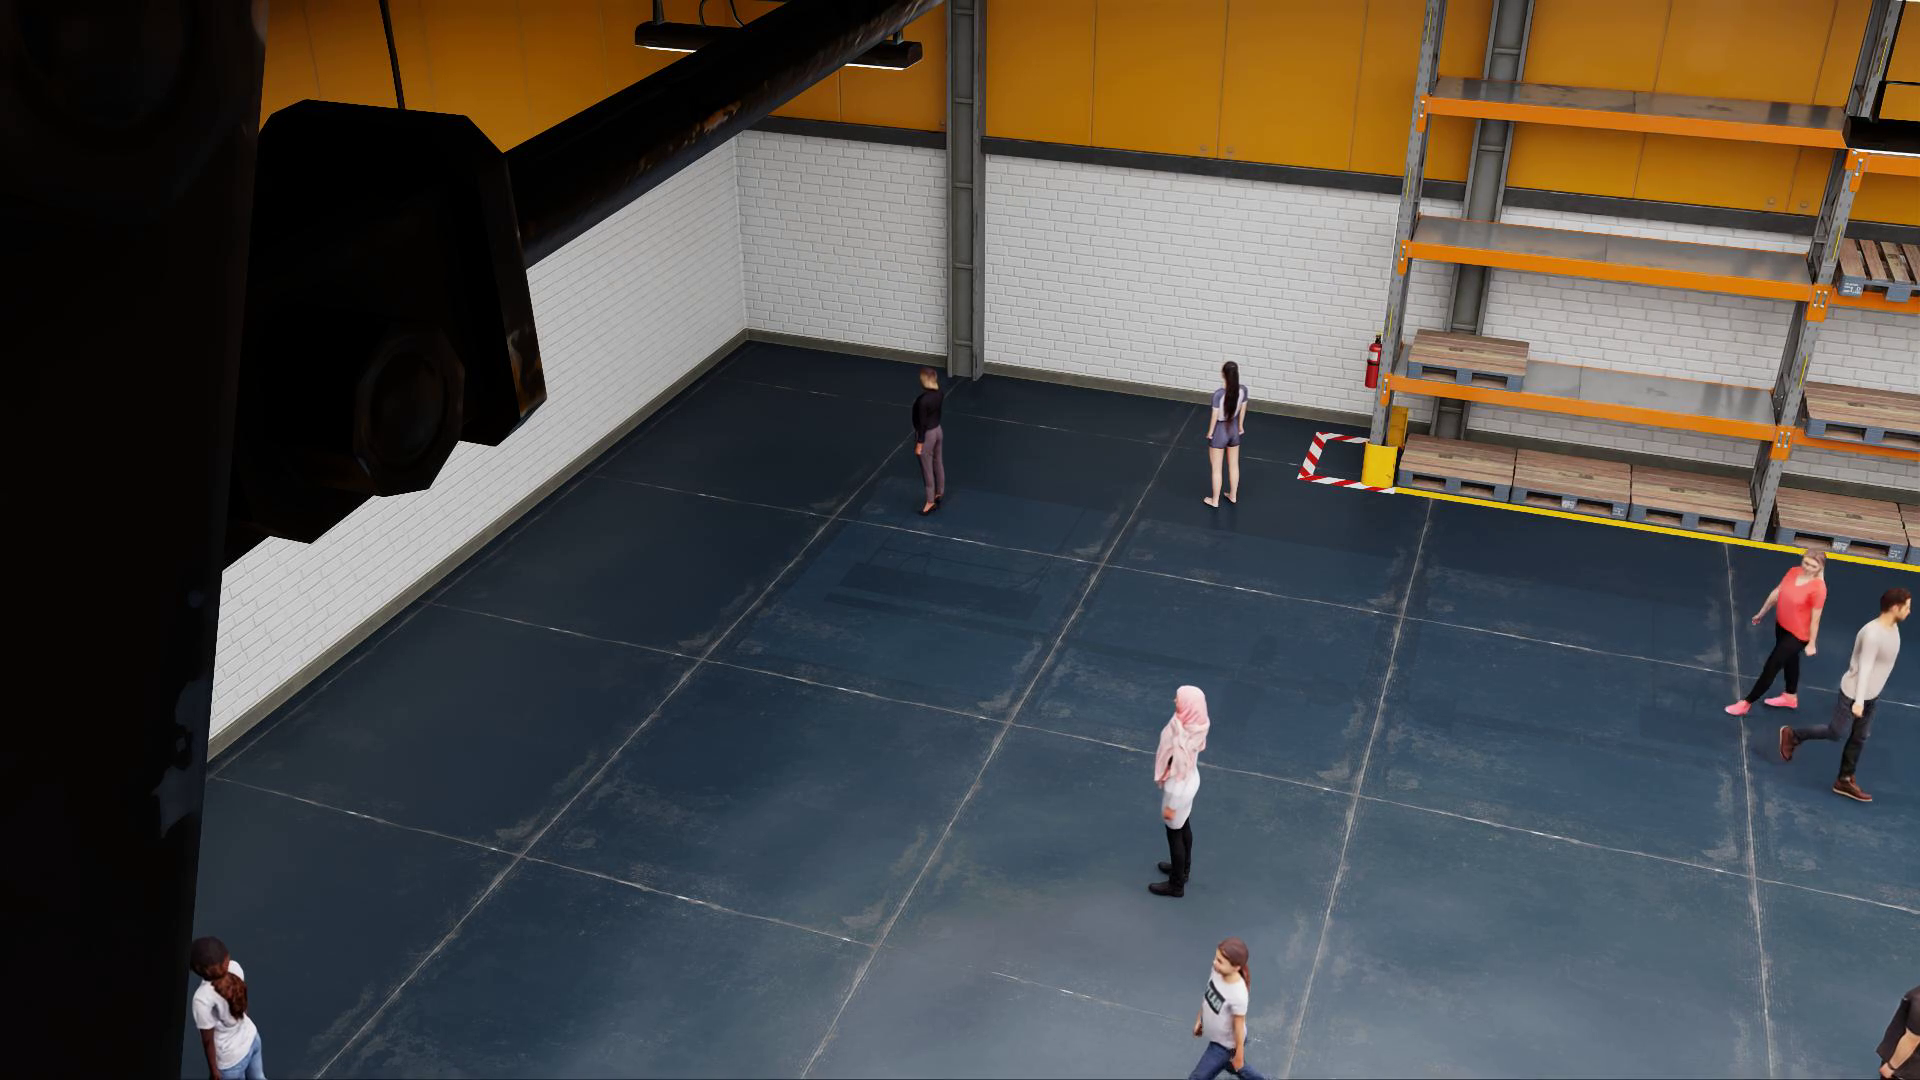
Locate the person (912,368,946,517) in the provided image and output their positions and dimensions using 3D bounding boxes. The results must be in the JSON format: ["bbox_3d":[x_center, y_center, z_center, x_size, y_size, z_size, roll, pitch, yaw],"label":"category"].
[{"bbox_3d":[-0.312,-1.046,17.605,0.569,1.666,0.625,15,32,25],"label":"person"}]

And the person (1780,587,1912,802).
[{"bbox_3d":[7.128,1.188,13.334,1.023,1.835,1.175,-19,34,-31],"label":"person"}]

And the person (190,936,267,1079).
[{"bbox_3d":[-4.356,3.070,10.003,0.586,1.721,0.616,3,29,6],"label":"person"}]

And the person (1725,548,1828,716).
[{"bbox_3d":[7.208,0.800,14.231,1.114,1.658,0.962,-1,29,-2],"label":"person"}]

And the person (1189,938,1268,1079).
[{"bbox_3d":[1.694,3.045,10.253,1.133,1.526,0.929,-6,29,-11],"label":"person"}]

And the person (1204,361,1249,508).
[{"bbox_3d":[2.846,-1.136,17.788,0.661,1.650,0.719,-13,31,-22],"label":"person"}]

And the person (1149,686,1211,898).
[{"bbox_3d":[1.621,1.829,12.192,0.599,1.804,0.636,12,31,21],"label":"person"}]
